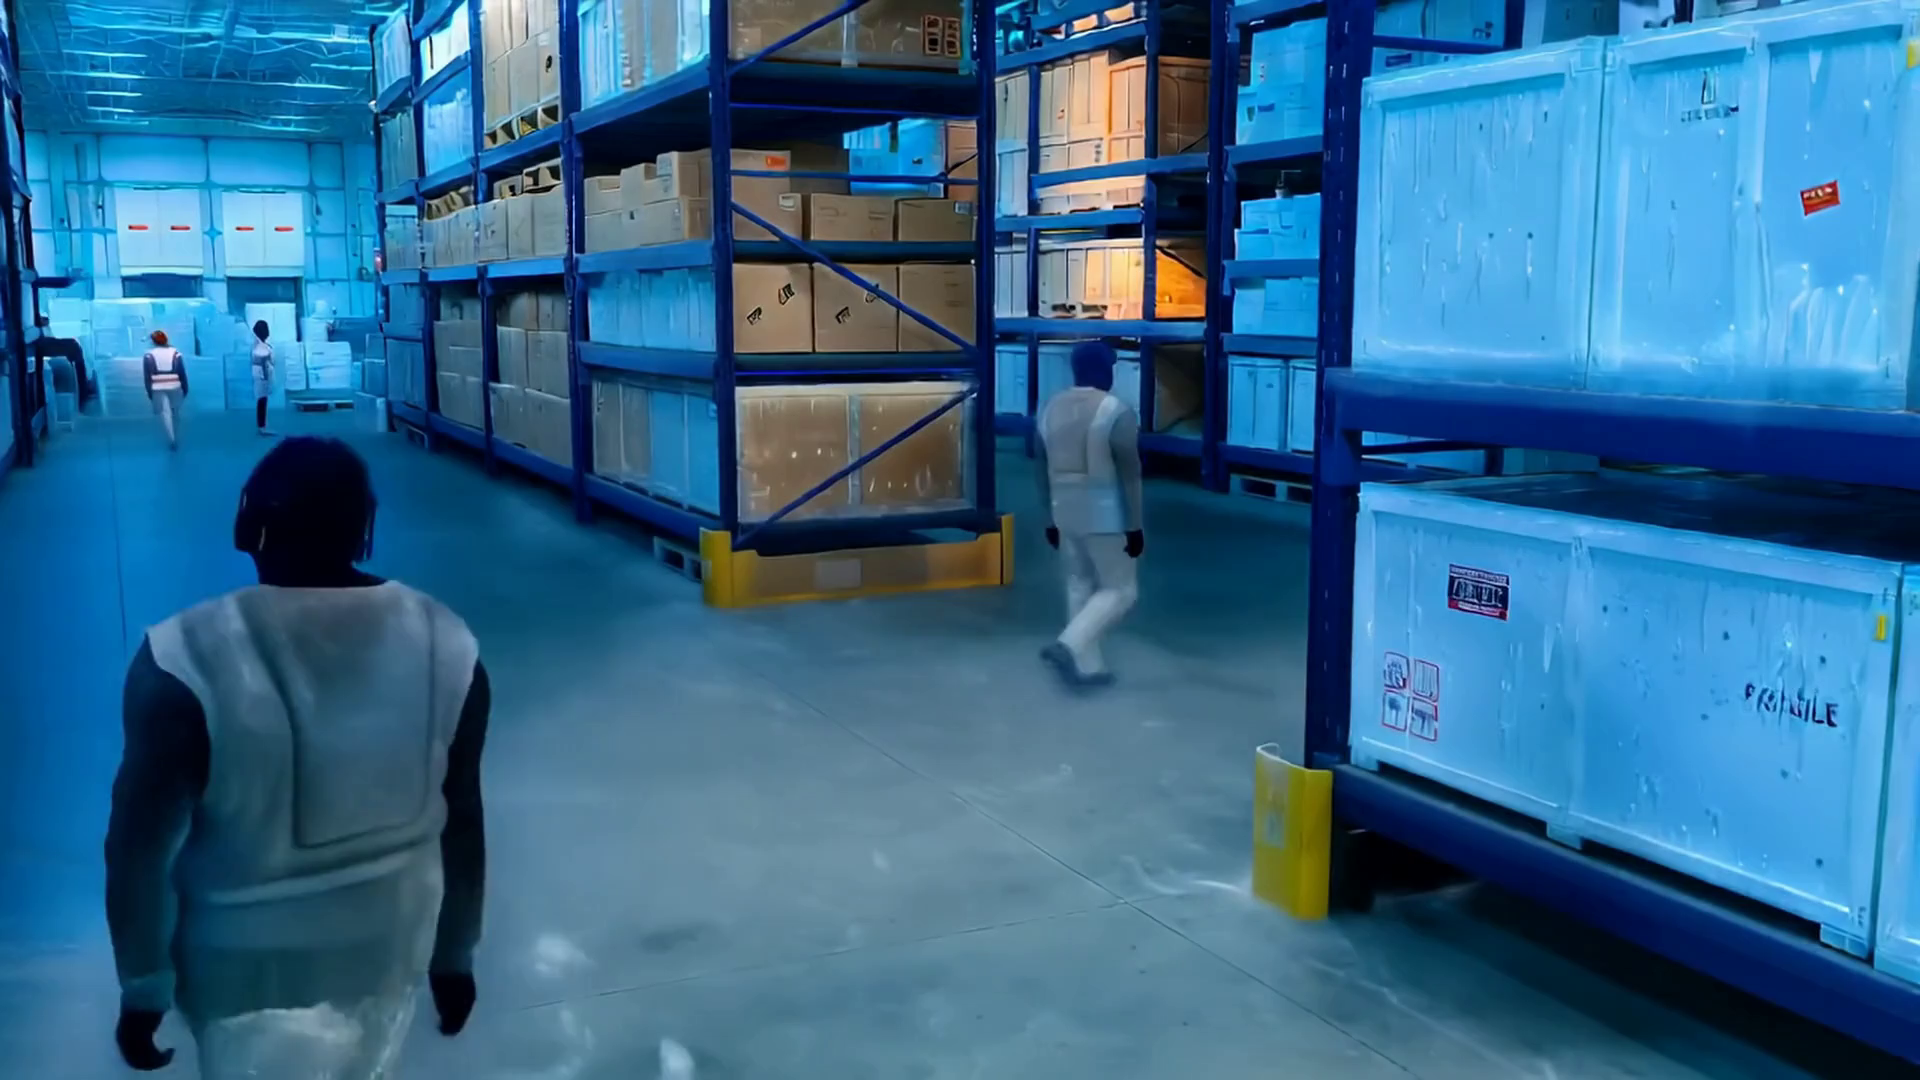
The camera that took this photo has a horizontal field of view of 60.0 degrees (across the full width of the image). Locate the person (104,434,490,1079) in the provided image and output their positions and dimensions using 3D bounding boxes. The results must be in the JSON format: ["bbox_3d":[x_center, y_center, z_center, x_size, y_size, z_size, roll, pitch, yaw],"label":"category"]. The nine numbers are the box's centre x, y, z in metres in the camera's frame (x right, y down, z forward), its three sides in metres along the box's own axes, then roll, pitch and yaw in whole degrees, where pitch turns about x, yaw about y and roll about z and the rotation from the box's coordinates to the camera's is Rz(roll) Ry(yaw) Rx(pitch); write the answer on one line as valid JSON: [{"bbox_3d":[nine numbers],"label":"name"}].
[{"bbox_3d":[-1.048,0.724,2.818,0.911,1.805,0.622,6,10,34],"label":"person"}]

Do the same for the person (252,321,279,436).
[{"bbox_3d":[-10.298,-2.385,24.595,0.318,1.697,0.536,-4,9,-26],"label":"person"}]

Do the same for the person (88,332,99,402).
[{"bbox_3d":[-16.801,-3.548,32.685,0.771,1.663,0.555,-8,12,-44],"label":"person"}]

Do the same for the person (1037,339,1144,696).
[{"bbox_3d":[0.628,-0.094,8.362,0.586,1.821,0.640,-7,11,-41],"label":"person"}]

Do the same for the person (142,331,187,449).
[{"bbox_3d":[-10.765,-2.029,22.520,0.506,1.584,0.924,-6,10,-36],"label":"person"}]

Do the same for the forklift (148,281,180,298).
[{"bbox_3d":[-24.807,-6.941,51.950,1.129,2.768,1.873,-3,9,-22],"label":"forklift"}]

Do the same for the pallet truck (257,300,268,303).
[{"bbox_3d":[-23.913,-7.404,58.171,1.885,1.965,0.823,-1,8,-9],"label":"pallet truck"}]
